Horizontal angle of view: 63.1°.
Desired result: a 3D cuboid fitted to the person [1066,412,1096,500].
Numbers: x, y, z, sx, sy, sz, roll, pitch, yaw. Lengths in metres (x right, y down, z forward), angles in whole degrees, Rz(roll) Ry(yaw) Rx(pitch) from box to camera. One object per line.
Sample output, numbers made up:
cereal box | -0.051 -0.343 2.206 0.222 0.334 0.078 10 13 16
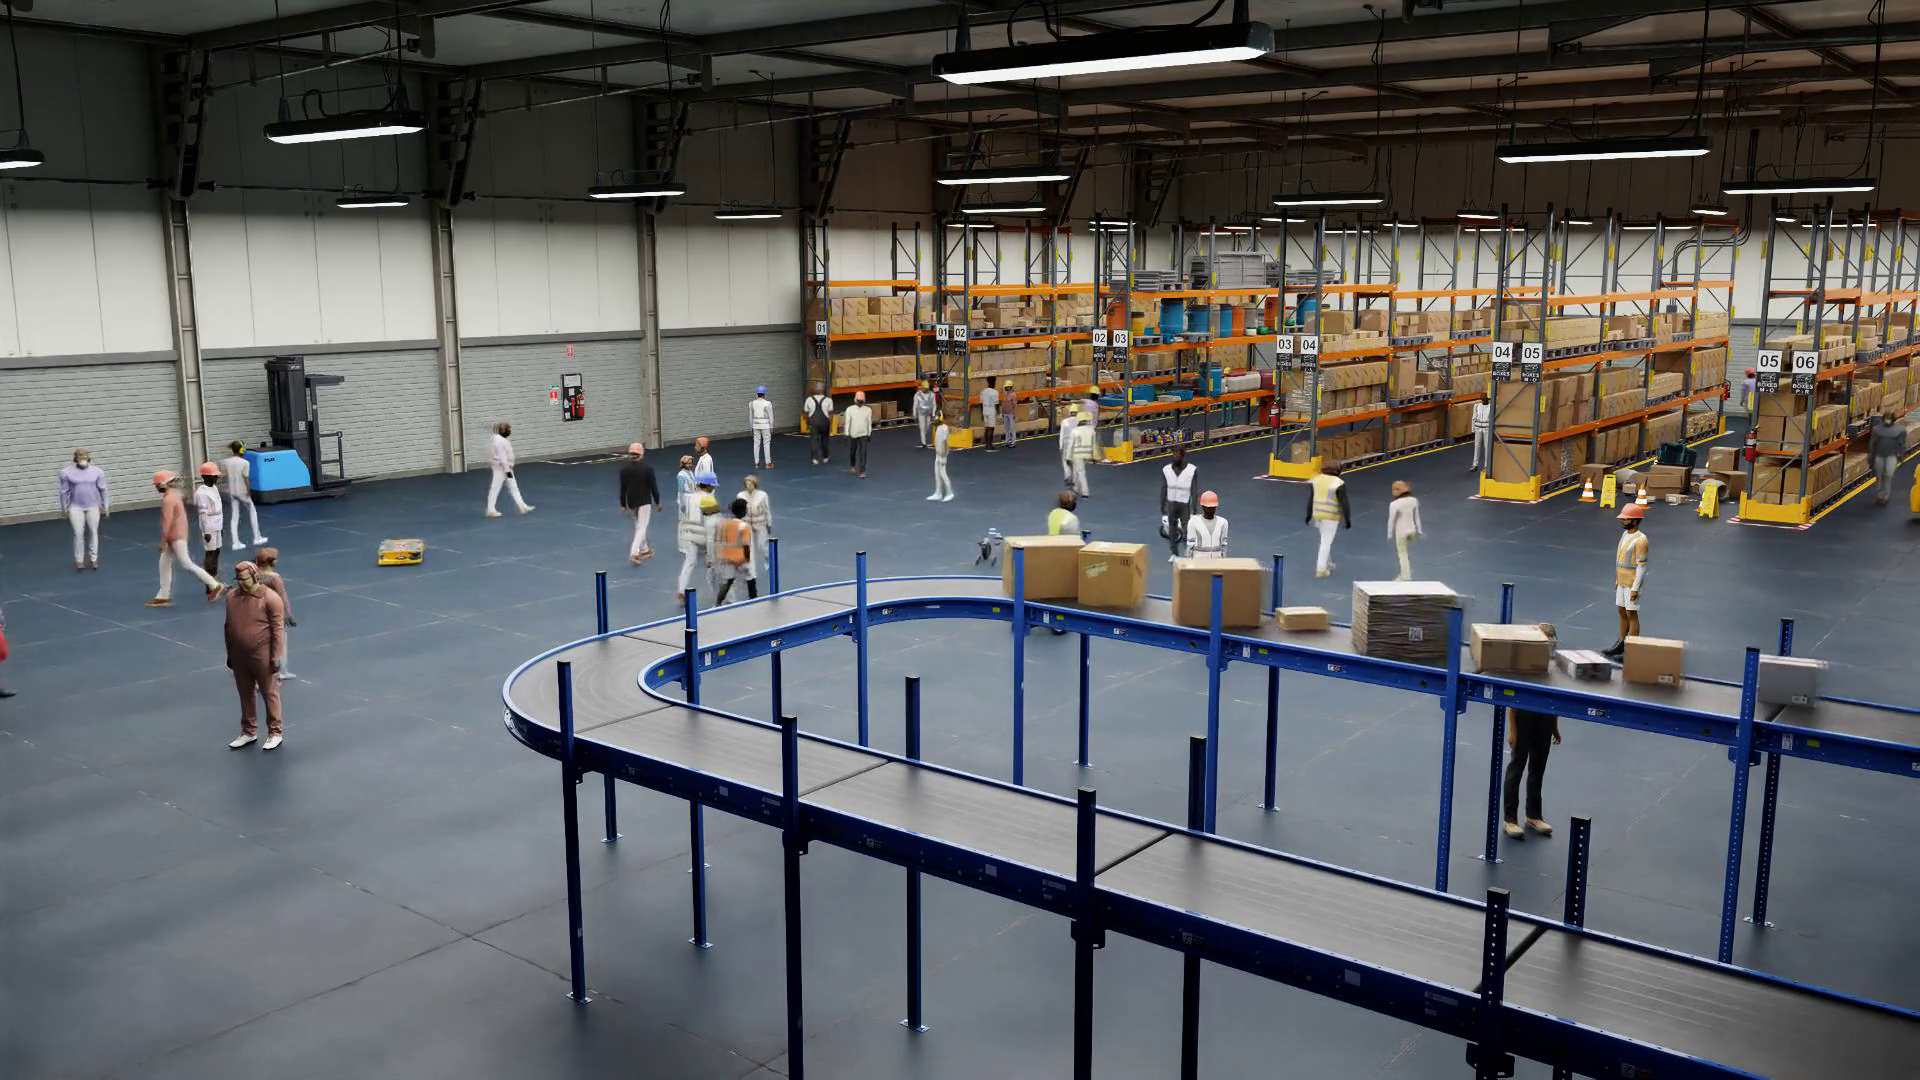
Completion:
person | 2.460 -1.740 32.229 0.617 1.781 0.914 -6 11 -28

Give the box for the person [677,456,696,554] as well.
person | -4.588 -0.604 26.255 0.311 1.636 0.522 2 10 9

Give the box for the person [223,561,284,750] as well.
person | -7.076 1.148 15.649 0.640 1.904 0.409 2 10 13

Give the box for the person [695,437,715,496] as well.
person | -4.382 -0.820 26.781 0.355 1.883 0.574 -2 10 -13

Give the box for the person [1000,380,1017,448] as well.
person | 1.280 -3.316 41.156 0.314 1.767 0.534 -8 13 -38

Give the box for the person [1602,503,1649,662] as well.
person | 8.162 0.512 19.129 0.357 1.938 0.542 0 10 -2

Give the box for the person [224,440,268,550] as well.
person | -12.264 -0.793 26.772 0.515 1.841 0.829 2 10 9

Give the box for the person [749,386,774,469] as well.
person | -4.685 -2.669 37.003 0.604 1.949 0.384 3 10 16

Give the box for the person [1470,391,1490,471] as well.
person | 12.183 -2.531 36.416 0.574 1.882 0.356 7 12 35

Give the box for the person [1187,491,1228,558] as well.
person | 3.197 0.323 20.192 0.547 1.938 0.359 -2 10 -10

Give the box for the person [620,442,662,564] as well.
person | -5.215 -0.612 25.412 0.620 1.960 0.961 4 11 22

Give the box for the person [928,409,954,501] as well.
person | -0.393 -1.735 32.017 0.377 1.881 0.541 -4 11 -23

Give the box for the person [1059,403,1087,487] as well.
person | 2.436 -2.051 33.902 0.617 1.812 0.538 -2 10 -9

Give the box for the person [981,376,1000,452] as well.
person | 0.788 -3.263 40.303 0.364 1.963 0.613 -8 13 -38

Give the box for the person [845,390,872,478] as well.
person | -2.317 -2.432 35.624 0.627 1.973 0.842 -2 10 -11

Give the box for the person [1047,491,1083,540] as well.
person | 1.392 0.251 20.902 0.494 1.833 0.623 -5 11 -25

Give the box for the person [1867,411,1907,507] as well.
person | 18.475 -1.619 31.249 0.645 1.889 1.000 8 13 37

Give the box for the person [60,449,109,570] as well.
person | -13.830 -0.474 24.762 0.658 1.921 0.707 -6 12 -32

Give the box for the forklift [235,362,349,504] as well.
forklift | -13.803 -2.244 32.110 1.129 2.768 1.873 8 13 37

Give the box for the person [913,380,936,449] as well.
person | -0.944 -3.328 41.137 0.585 1.800 0.774 -3 11 -18

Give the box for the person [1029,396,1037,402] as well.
person | 2.275 -4.736 49.522 0.279 1.633 0.498 -5 11 -27

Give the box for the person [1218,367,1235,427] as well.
person | 7.889 -4.209 46.187 0.531 1.767 0.328 7 12 34

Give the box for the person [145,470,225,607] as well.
person | -11.062 -0.039 22.226 0.986 1.946 0.620 -5 11 -25

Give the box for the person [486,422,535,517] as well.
person | -8.669 -1.347 29.968 0.941 1.798 0.626 0 10 -2

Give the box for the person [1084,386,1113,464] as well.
person | 3.202 -2.780 37.853 0.995 1.873 0.586 6 12 29

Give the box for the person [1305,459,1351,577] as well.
person | 5.785 -0.352 24.365 0.790 1.810 0.691 -7 12 -34

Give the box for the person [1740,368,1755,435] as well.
person | 22.413 -3.947 44.406 0.564 1.873 0.881 0 10 0

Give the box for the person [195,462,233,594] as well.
person | -11.010 -0.188 23.070 0.356 1.937 0.552 -1 10 -7

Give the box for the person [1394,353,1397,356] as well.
person | 14.890 -5.645 54.007 0.312 1.861 0.512 6 12 32

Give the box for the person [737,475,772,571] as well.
person | -3.149 -0.233 24.207 0.550 1.610 0.699 2 10 9

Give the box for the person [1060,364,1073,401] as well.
person | 3.306 -4.698 49.164 0.541 1.680 0.393 7 12 34

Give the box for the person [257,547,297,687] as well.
person | -7.817 0.885 17.939 0.521 1.618 0.642 9 14 43

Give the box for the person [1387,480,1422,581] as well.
person | 6.619 -0.098 23.490 0.546 1.601 0.616 -5 11 -27

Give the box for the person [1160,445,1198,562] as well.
person | 3.557 -0.596 25.436 0.627 1.906 0.445 5 11 24

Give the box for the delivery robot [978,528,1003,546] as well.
delivery robot | 0.533 -0.072 25.434 0.335 0.223 0.698 4 11 23

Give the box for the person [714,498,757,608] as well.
person | -3.041 0.254 21.366 0.552 1.672 0.792 10 14 44

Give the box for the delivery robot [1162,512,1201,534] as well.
delivery robot | 3.937 -0.313 27.520 0.707 0.478 0.477 -3 10 -14

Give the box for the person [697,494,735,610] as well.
person | -3.315 0.216 21.426 0.554 1.713 0.498 0 10 0

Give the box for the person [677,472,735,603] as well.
person | -3.696 -0.037 22.403 0.634 1.887 1.028 8 13 40

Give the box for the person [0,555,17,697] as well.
person | -10.770 0.904 17.419 0.360 1.752 0.553 -4 11 -21

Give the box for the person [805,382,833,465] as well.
person | -3.398 -2.828 37.760 0.685 2.000 0.997 0 10 2

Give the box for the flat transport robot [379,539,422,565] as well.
flat transport robot | -9.226 0.181 25.805 0.652 0.197 1.431 -3 11 -18

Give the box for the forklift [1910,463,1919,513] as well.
forklift | 19.034 -1.348 28.998 2.313 2.155 1.214 8 13 37

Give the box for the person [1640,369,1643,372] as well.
person | 18.972 -3.840 43.797 0.640 1.894 1.033 9 13 41

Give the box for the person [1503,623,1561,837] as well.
person | 4.880 1.599 13.286 0.507 1.842 0.351 -3 10 -16
